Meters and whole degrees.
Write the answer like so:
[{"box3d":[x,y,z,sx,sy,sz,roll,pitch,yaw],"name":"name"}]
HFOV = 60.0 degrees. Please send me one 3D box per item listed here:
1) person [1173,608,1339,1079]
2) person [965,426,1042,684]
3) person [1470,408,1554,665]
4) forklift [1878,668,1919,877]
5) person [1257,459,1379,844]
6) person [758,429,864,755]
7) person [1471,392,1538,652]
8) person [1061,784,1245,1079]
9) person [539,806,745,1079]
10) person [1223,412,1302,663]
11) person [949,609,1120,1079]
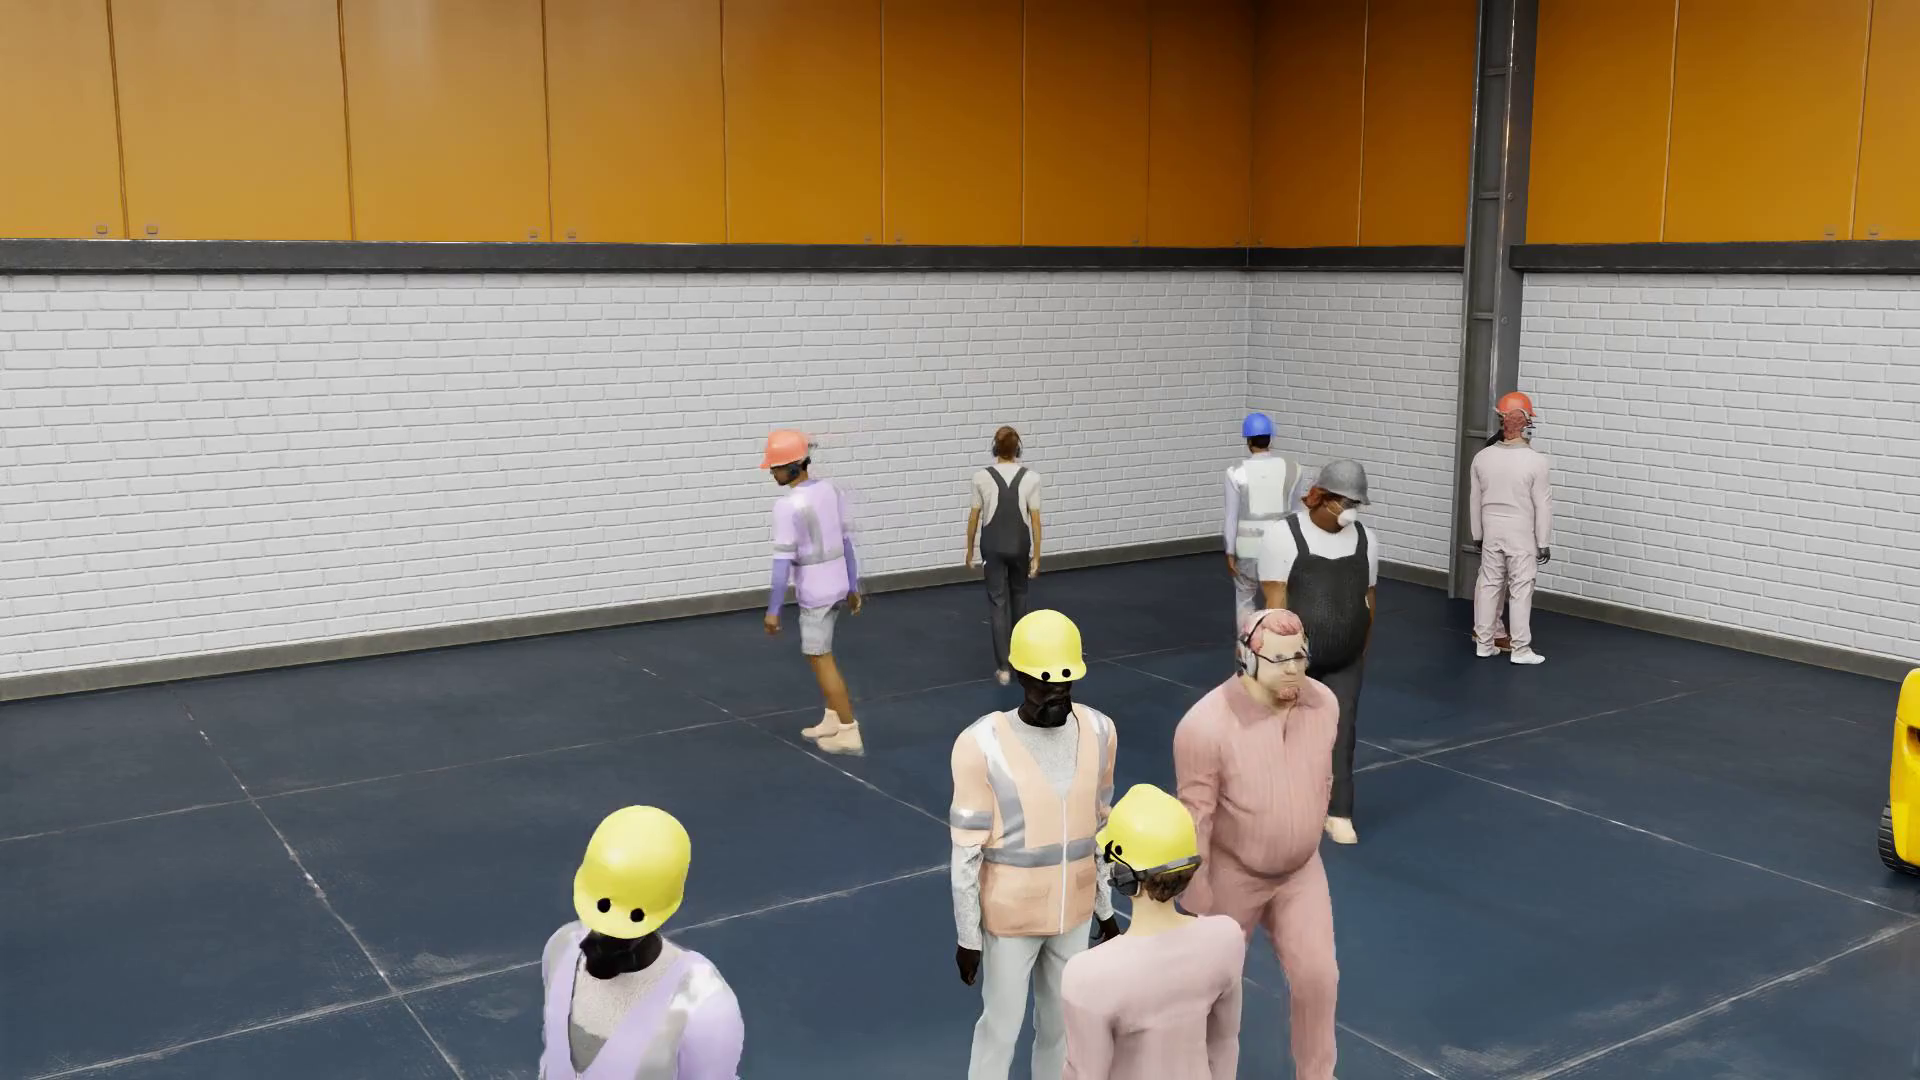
[{"box3d":[1.010,1.131,5.583,0.652,1.857,0.843,-4,10,-23],"name":"person"},{"box3d":[0.312,0.082,12.017,0.521,1.808,0.862,-1,9,-6],"name":"person"},{"box3d":[4.114,-0.026,12.371,0.409,1.905,0.651,-8,12,-39],"name":"person"},{"box3d":[5.511,0.571,7.906,2.313,2.155,1.214,-6,11,-33],"name":"forklift"},{"box3d":[1.891,0.488,8.869,0.667,2.000,1.031,-1,9,-4],"name":"person"},{"box3d":[-0.873,0.326,9.993,0.632,1.989,0.647,4,10,24],"name":"person"},{"box3d":[4.205,-0.148,12.841,0.395,1.990,0.619,0,9,3],"name":"person"},{"box3d":[0.444,1.439,3.954,0.525,1.772,0.301,-6,11,-33],"name":"person"},{"box3d":[-0.697,1.448,3.545,0.636,1.891,0.428,7,12,37],"name":"person"},{"box3d":[2.193,0.038,12.000,0.594,1.909,0.934,0,9,0],"name":"person"},{"box3d":[0.254,1.155,5.191,0.594,1.924,0.382,-5,11,-30],"name":"person"}]
